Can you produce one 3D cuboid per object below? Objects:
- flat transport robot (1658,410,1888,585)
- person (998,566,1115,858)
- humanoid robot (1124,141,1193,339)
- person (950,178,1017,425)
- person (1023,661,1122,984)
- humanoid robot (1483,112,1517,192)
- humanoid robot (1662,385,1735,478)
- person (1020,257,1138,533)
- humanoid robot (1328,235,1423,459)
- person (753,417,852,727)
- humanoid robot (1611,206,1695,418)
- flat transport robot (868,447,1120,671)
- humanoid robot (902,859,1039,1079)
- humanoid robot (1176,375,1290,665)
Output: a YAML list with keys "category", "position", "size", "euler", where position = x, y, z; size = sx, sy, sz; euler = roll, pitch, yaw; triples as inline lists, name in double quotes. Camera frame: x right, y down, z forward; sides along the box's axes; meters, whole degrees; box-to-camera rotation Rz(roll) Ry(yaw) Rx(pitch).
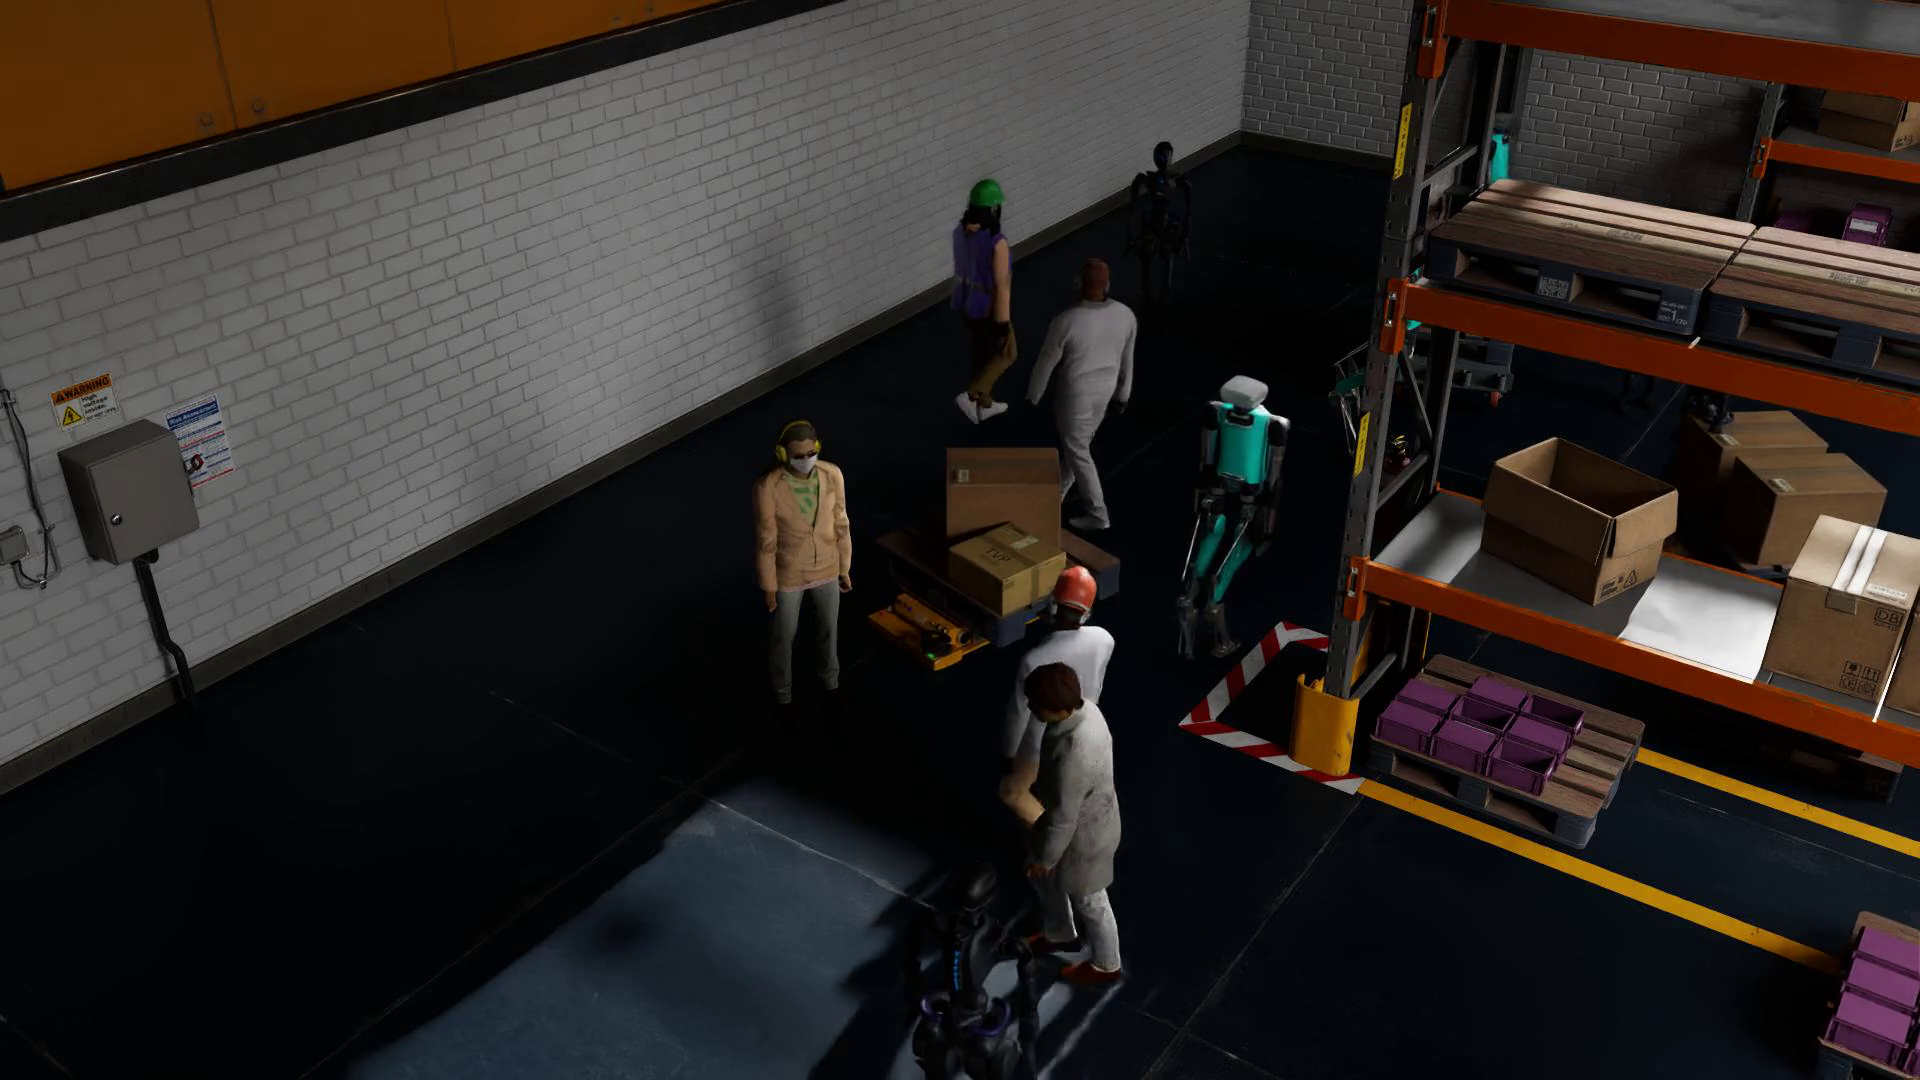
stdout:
- category: "flat transport robot"
  position: [5.203, 0.136, 10.805]
  size: [1.431, 0.231, 0.659]
  euler: [-2, 30, -4]
- category: "person"
  position: [0.459, 0.930, 7.974]
  size: [0.606, 1.717, 0.476]
  euler: [-23, 37, -35]
- category: "humanoid robot"
  position: [1.705, -2.602, 14.192]
  size: [0.589, 1.635, 0.767]
  euler: [5, 30, 8]
- category: "person"
  position: [0.178, -1.757, 12.434]
  size: [0.490, 1.916, 0.560]
  euler: [-24, 37, -35]
- category: "person"
  position: [0.483, 1.283, 7.294]
  size: [0.640, 1.794, 0.515]
  euler: [1, 30, 1]
- category: "humanoid robot"
  position: [4.755, -2.703, 14.375]
  size: [0.728, 1.906, 0.542]
  euler: [16, 34, 26]
- category: "humanoid robot"
  position: [4.865, -0.697, 10.867]
  size: [0.564, 1.641, 0.607]
  euler: [2, 30, 3]
- category: "person"
  position: [0.804, -0.971, 11.135]
  size: [0.713, 1.869, 0.770]
  euler: [-16, 34, -26]
- category: "humanoid robot"
  position: [2.957, -1.385, 11.890]
  size: [0.724, 1.716, 0.530]
  euler: [20, 35, 30]
- category: "person"
  position: [-0.865, 0.161, 9.168]
  size: [0.550, 1.869, 0.389]
  euler: [-15, 33, -24]
- category: "humanoid robot"
  position: [5.337, -1.725, 12.618]
  size: [0.588, 1.652, 0.326]
  euler: [-9, 31, -15]
- category: "flat transport robot"
  position: [0.183, 0.359, 10.416]
  size: [1.431, 0.231, 0.659]
  euler: [-23, 37, -34]
- category: "humanoid robot"
  position: [0.011, 1.908, 6.392]
  size: [0.585, 1.646, 0.797]
  euler: [11, 32, 18]
- category: "humanoid robot"
  position: [1.494, -0.009, 9.609]
  size: [0.542, 1.817, 0.715]
  euler: [18, 35, 29]
